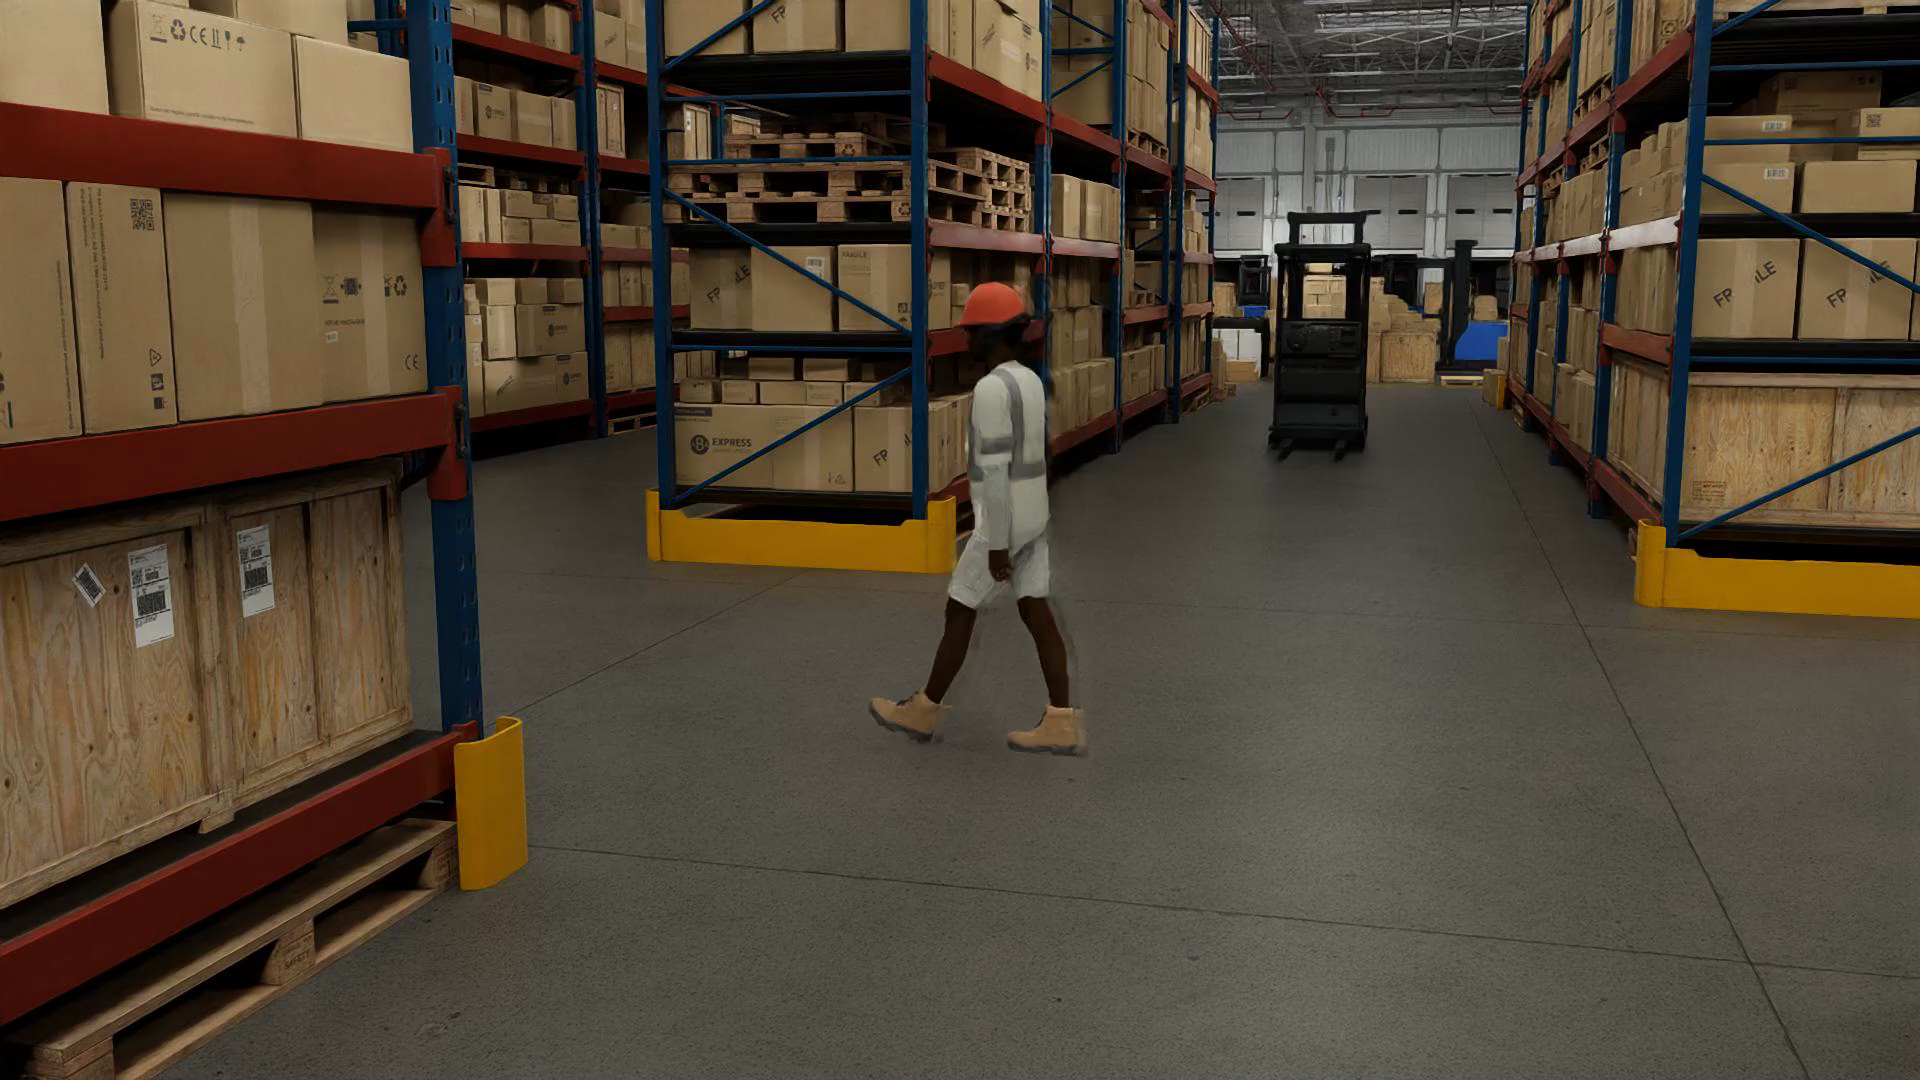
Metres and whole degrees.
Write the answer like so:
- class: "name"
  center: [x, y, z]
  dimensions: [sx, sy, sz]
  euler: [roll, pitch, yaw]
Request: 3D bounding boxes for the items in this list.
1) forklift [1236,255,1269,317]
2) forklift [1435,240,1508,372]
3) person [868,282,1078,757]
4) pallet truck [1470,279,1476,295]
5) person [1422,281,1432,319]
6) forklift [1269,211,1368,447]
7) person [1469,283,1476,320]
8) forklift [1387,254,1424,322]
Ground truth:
- class: "forklift"
  center: [10.034, -8.359, 56.878]
  dimensions: [1.129, 2.768, 1.873]
  euler: [2, 9, 15]
- class: "forklift"
  center: [10.630, -4.951, 35.226]
  dimensions: [1.873, 2.768, 1.129]
  euler: [2, 9, 14]
- class: "person"
  center: [0.083, -0.085, 7.113]
  dimensions: [1.018, 1.992, 0.629]
  euler: [4, 10, 24]
- class: "pallet truck"
  center: [18.896, -8.459, 60.307]
  dimensions: [1.885, 1.965, 0.823]
  euler: [5, 10, 31]
- class: "person"
  center: [14.155, -6.799, 49.993]
  dimensions: [0.383, 1.930, 0.630]
  euler: [-6, 11, -35]
- class: "forklift"
  center: [4.457, -2.615, 20.387]
  dimensions: [1.129, 2.768, 1.873]
  euler: [2, 9, 15]
- class: "person"
  center: [14.746, -6.478, 48.115]
  dimensions: [0.584, 1.869, 0.974]
  euler: [-3, 9, -19]
- class: "forklift"
  center: [14.644, -8.103, 55.253]
  dimensions: [1.129, 2.768, 1.873]
  euler: [-2, 9, -11]
